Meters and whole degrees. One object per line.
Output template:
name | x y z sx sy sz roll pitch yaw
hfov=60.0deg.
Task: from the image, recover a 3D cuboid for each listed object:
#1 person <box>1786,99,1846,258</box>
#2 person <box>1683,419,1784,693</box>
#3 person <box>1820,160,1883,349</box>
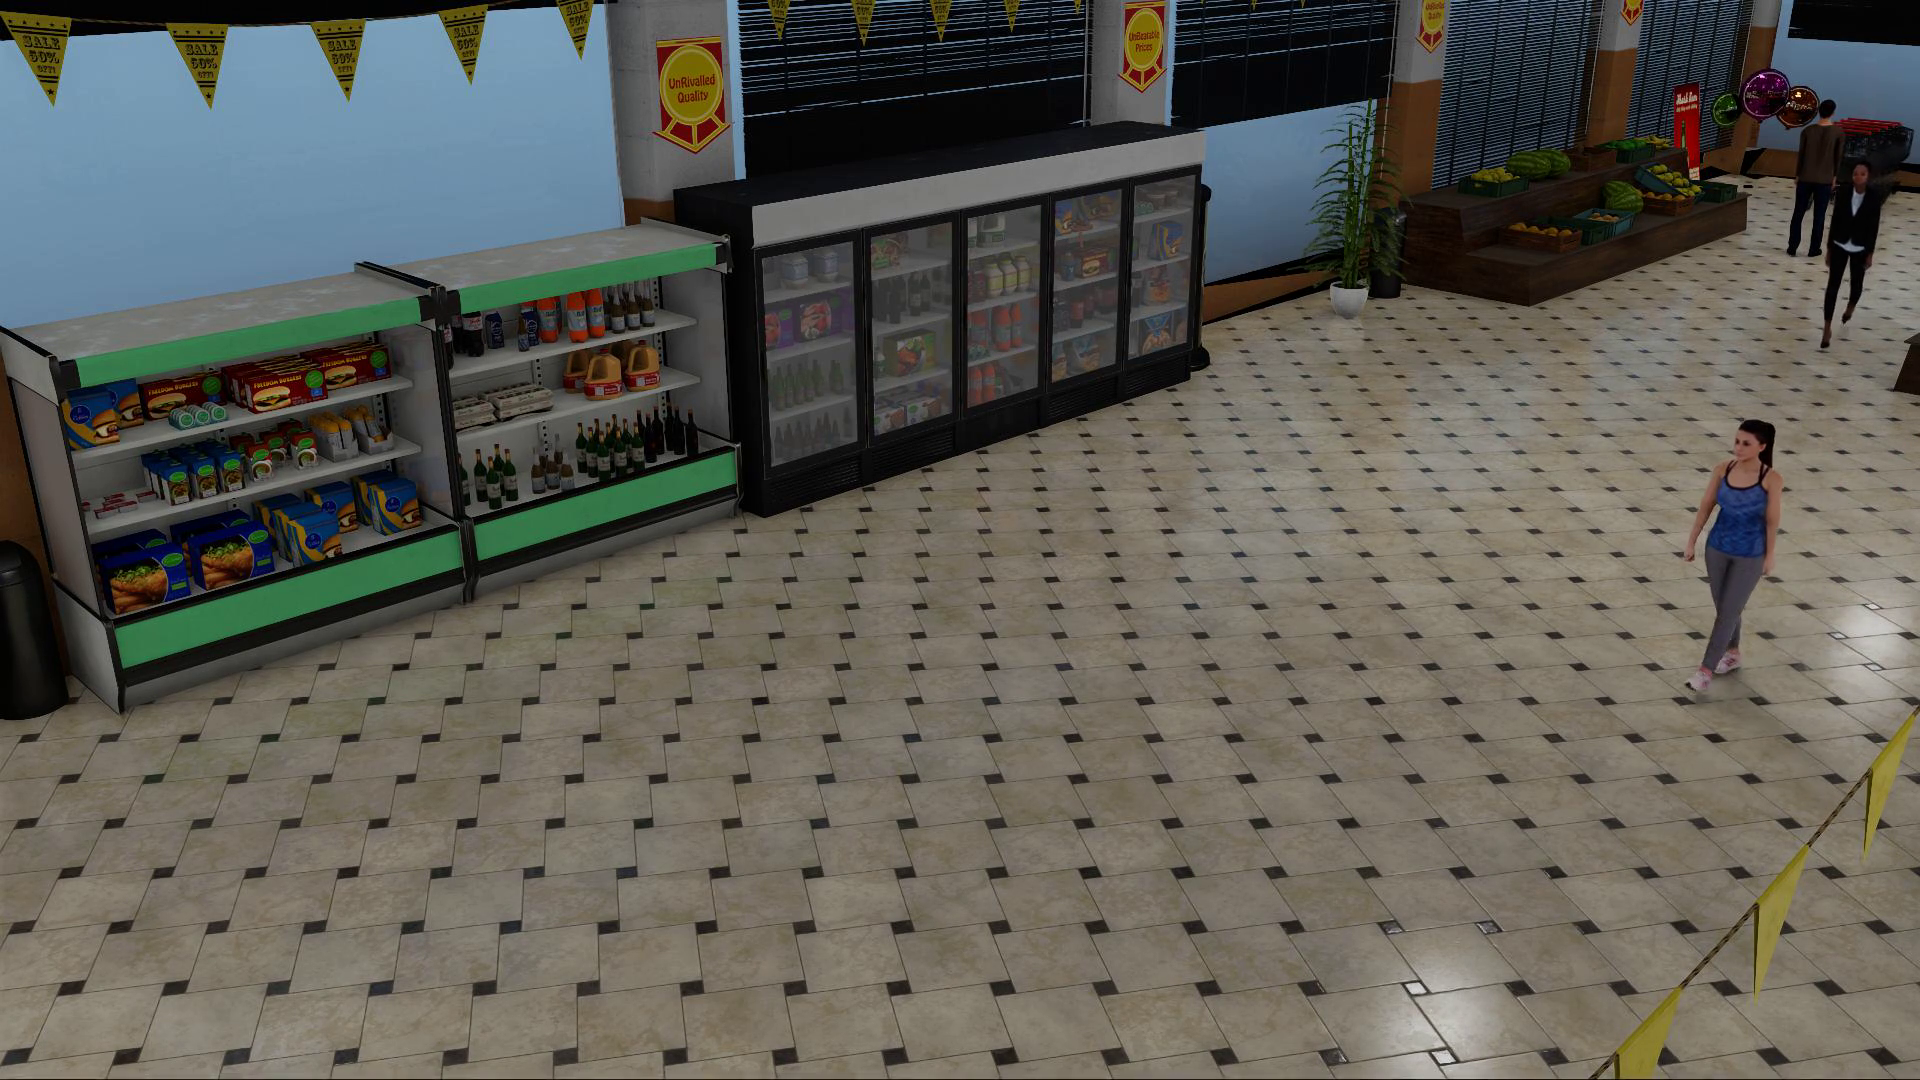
person | 10.482 -4.434 20.375 0.701 1.888 0.652 13 25 30
person | 4.507 0.068 9.576 0.958 1.586 0.689 -15 26 -33
person | 8.852 -2.837 16.504 0.731 1.811 1.108 15 26 32
